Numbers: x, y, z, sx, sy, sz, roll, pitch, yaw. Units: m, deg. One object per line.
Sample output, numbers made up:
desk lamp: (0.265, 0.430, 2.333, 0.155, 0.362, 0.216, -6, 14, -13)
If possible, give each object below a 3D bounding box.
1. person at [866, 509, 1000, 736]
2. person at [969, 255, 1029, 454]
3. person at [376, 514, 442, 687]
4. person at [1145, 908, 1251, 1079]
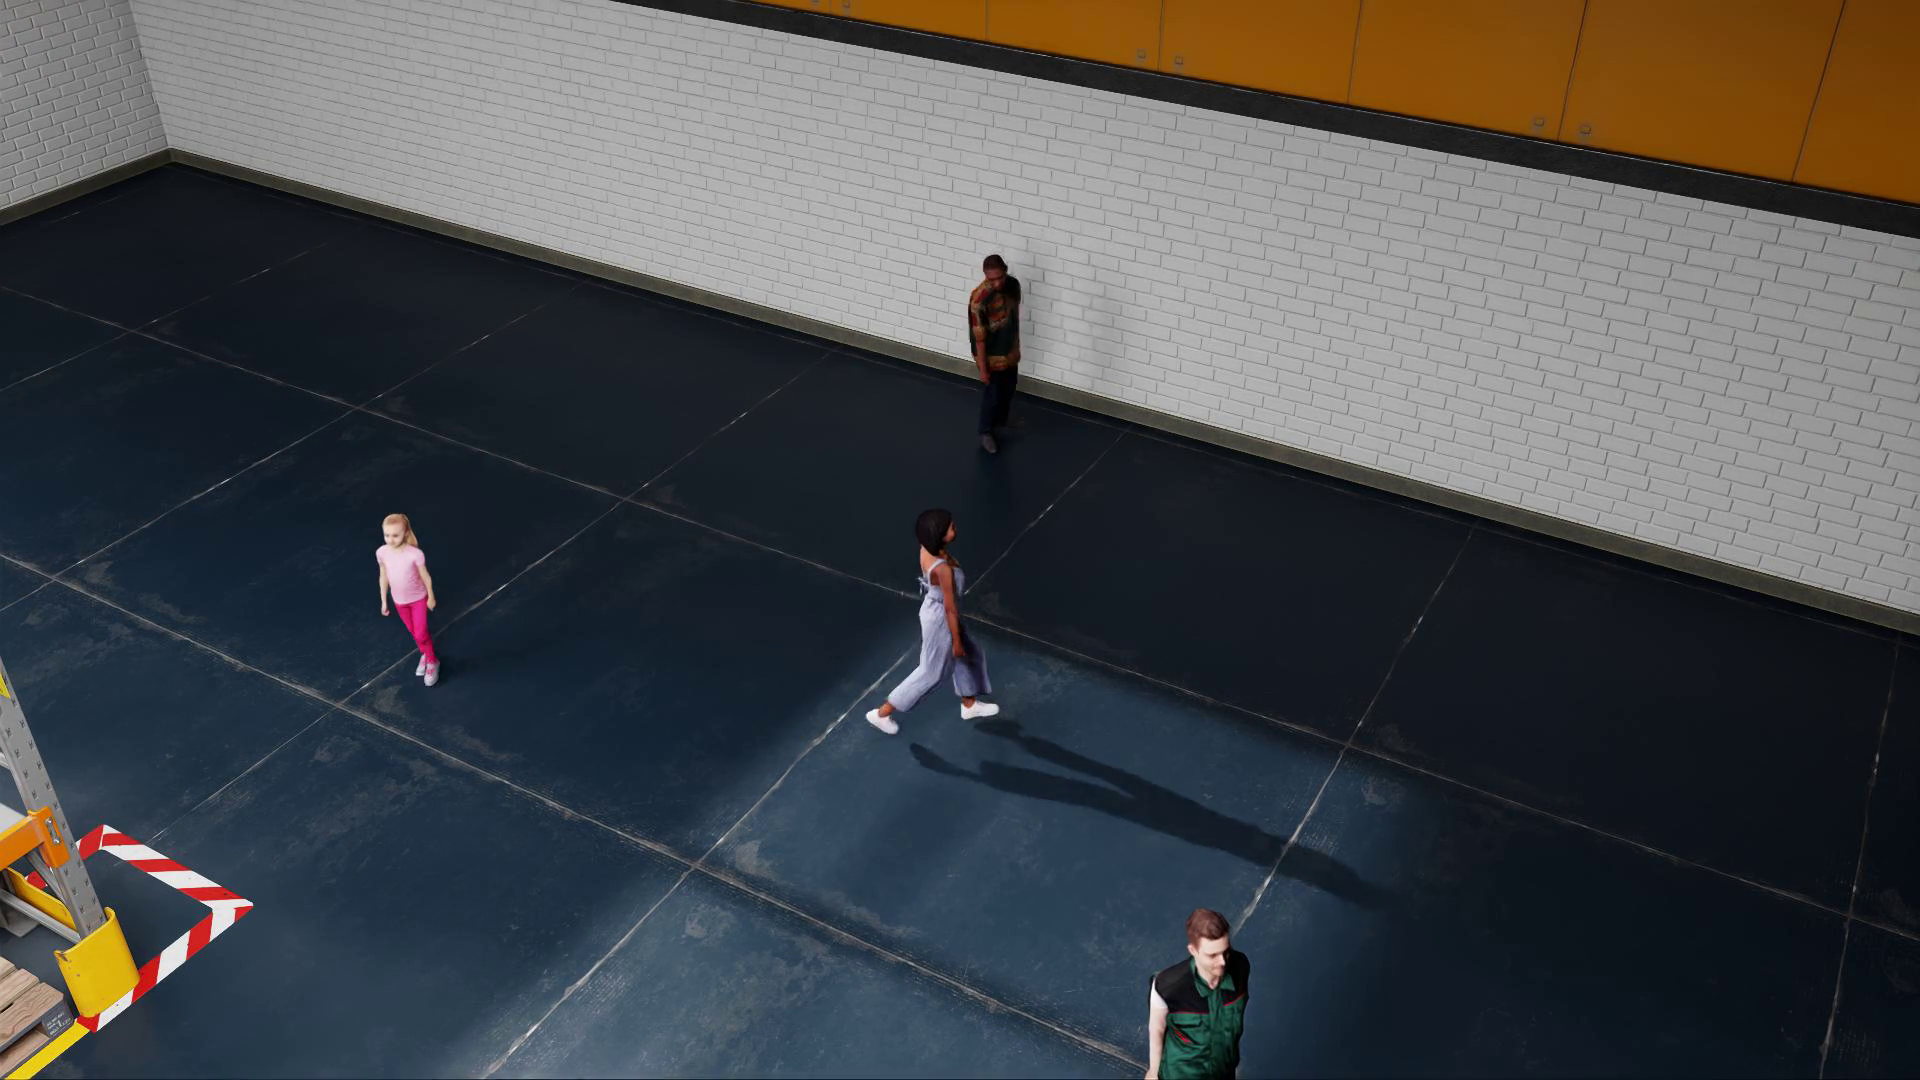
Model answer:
person: (-0.199, 0.562, 10.465, 1.102, 1.662, 1.097, -6, 34, -8)
person: (0.281, -1.550, 13.545, 0.965, 1.770, 0.707, 18, 38, 25)
person: (-3.674, 0.342, 11.158, 0.572, 1.261, 0.640, 5, 34, 8)
person: (1.071, 2.383, 7.561, 0.722, 1.843, 0.808, -14, 36, -20)
